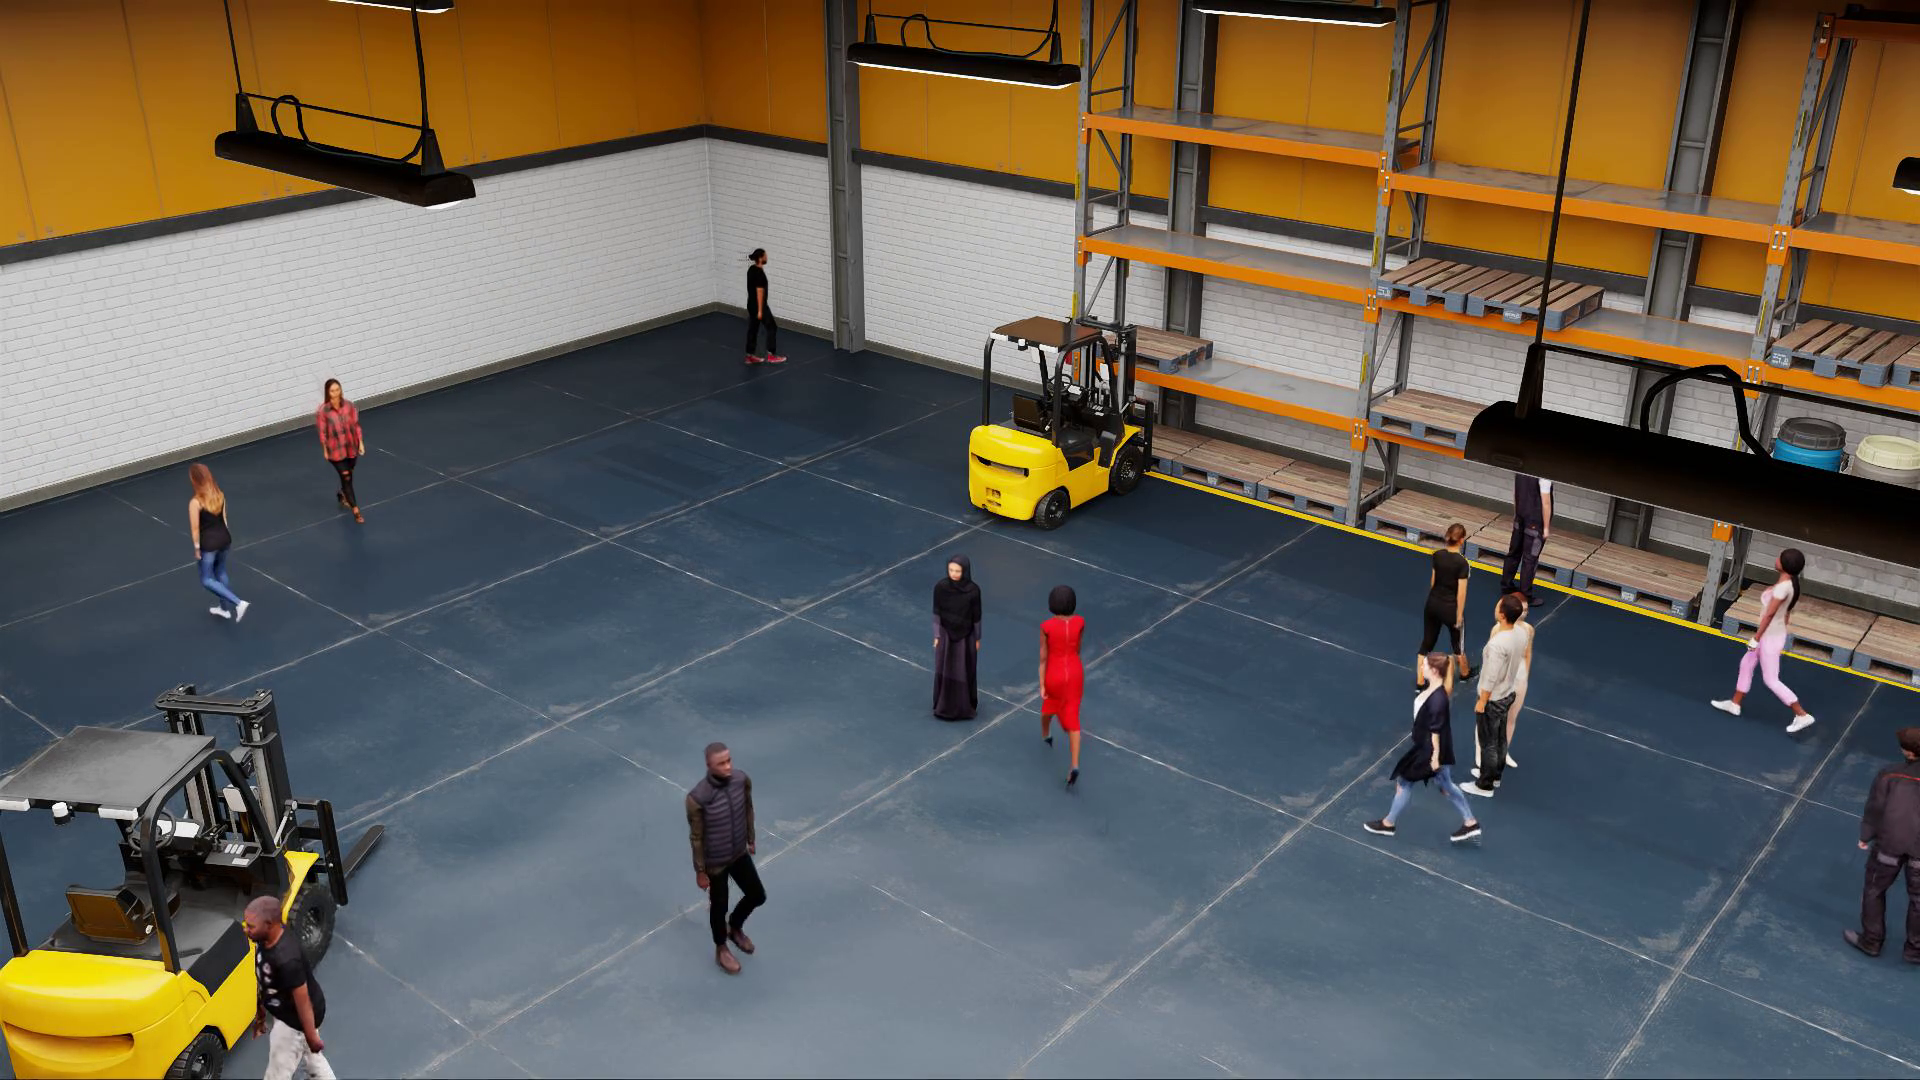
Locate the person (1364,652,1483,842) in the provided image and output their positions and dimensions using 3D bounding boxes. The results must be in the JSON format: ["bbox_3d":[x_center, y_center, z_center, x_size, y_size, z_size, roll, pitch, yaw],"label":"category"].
[{"bbox_3d":[3.812,1.672,13.113,1.226,1.641,0.954,5,24,12],"label":"person"}]

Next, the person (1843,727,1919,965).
[{"bbox_3d":[6.727,2.182,11.733,0.619,1.813,1.012,18,29,35],"label":"person"}]

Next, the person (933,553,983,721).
[{"bbox_3d":[-0.020,0.850,15.028,0.689,1.614,0.776,3,24,7],"label":"person"}]

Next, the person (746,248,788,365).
[{"bbox_3d":[-3.074,-3.450,24.709,0.872,1.738,0.857,-13,27,-27],"label":"person"}]

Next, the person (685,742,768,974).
[{"bbox_3d":[-1.713,2.190,11.695,0.752,1.828,0.688,-21,31,-39],"label":"person"}]

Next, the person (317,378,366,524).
[{"bbox_3d":[-7.207,-1.073,19.359,0.751,1.668,1.118,-18,29,-35],"label":"person"}]

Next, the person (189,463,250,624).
[{"bbox_3d":[-7.459,0.063,16.715,0.943,1.706,0.746,9,25,20],"label":"person"}]

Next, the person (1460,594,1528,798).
[{"bbox_3d":[4.465,1.281,13.796,0.531,1.812,0.639,19,30,37],"label":"person"}]

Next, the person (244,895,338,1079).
[{"bbox_3d":[-3.961,2.890,10.145,0.803,1.788,0.737,-14,27,-28],"label":"person"}]

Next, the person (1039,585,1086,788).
[{"bbox_3d":[0.897,1.261,14.000,1.064,1.685,1.201,-5,24,-11],"label":"person"}]

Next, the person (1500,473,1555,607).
[{"bbox_3d":[5.881,-0.212,17.164,0.795,1.849,0.668,-10,25,-21],"label":"person"}]

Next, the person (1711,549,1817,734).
[{"bbox_3d":[7.282,0.919,14.752,1.111,1.710,0.613,16,29,33],"label":"person"}]

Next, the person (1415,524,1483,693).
[{"bbox_3d":[4.435,0.667,15.414,0.812,1.640,0.961,-15,28,-31],"label":"person"}]

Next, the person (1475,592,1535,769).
[{"bbox_3d":[4.657,1.193,14.207,0.598,1.643,0.648,-3,24,-7],"label":"person"}]
